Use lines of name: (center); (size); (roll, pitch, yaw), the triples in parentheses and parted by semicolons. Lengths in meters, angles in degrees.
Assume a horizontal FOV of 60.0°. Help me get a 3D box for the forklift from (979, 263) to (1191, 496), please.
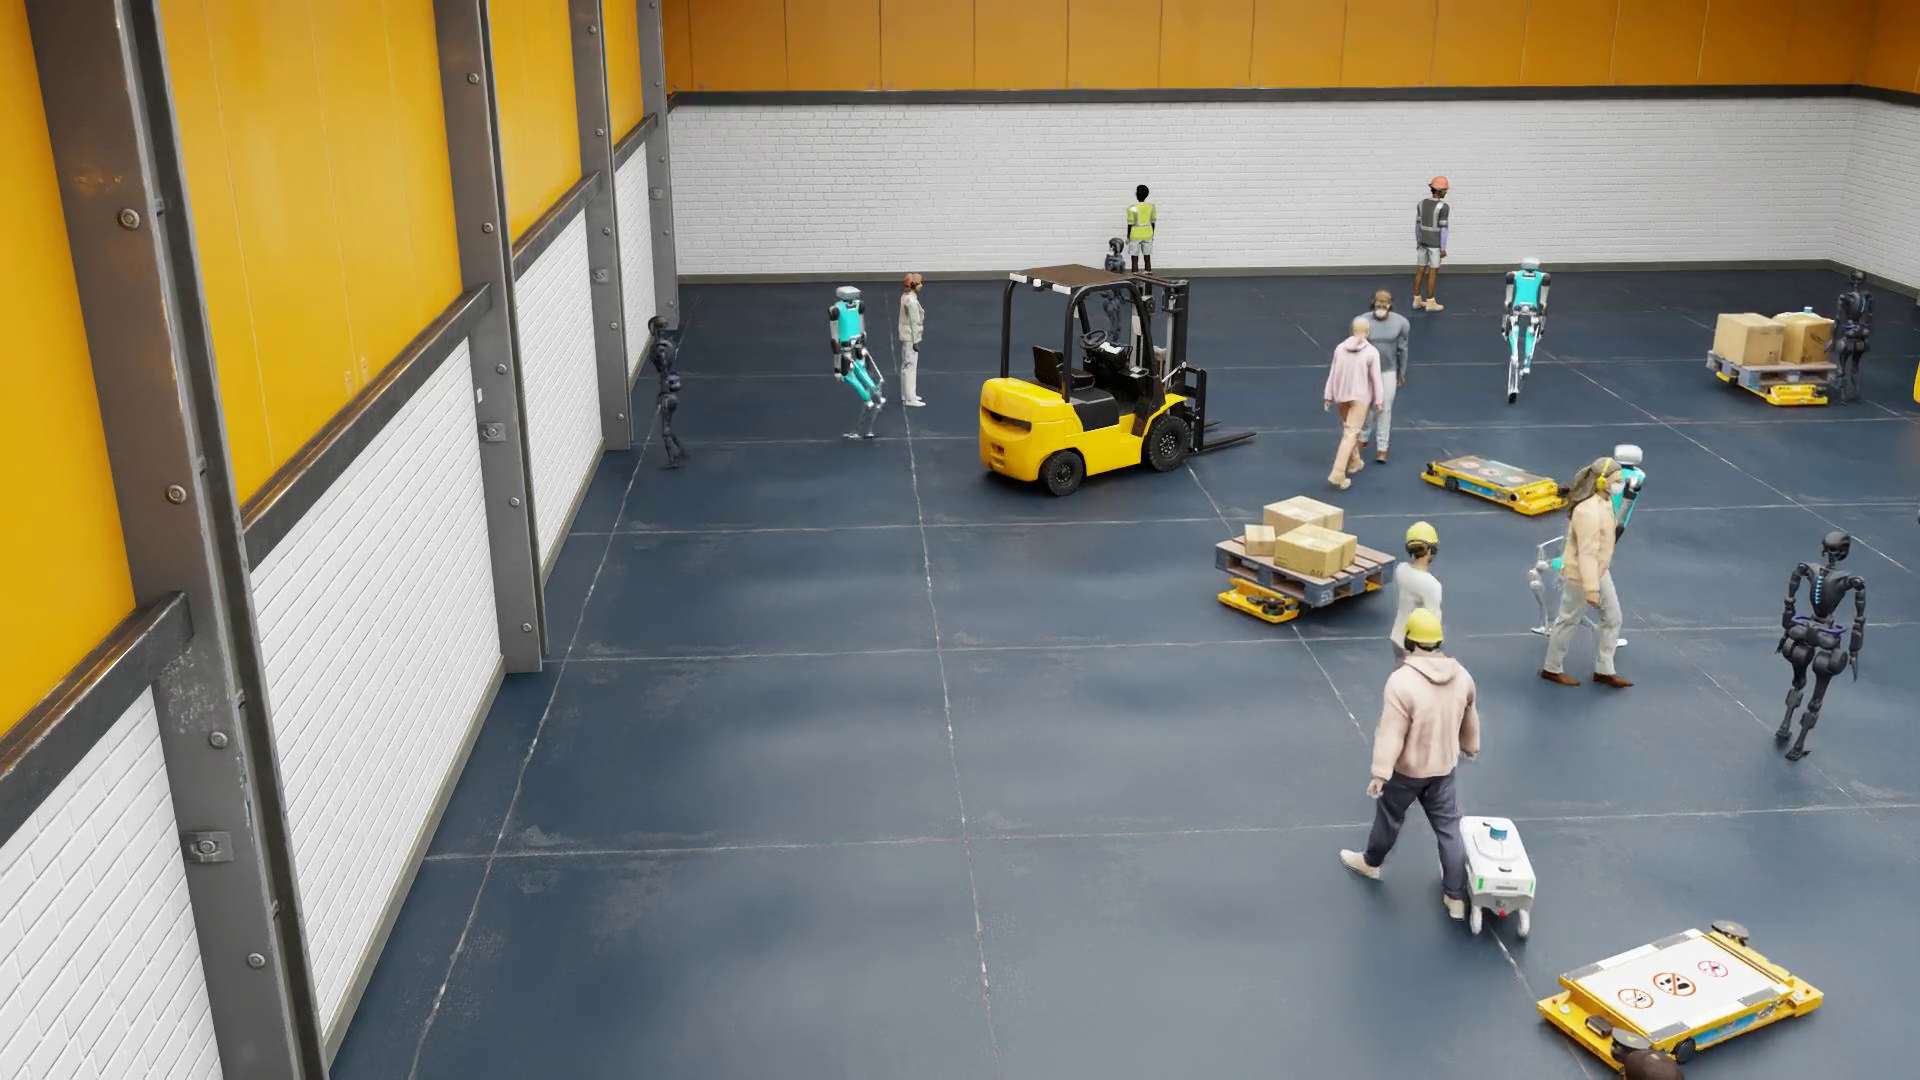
forklift: (1.315, -1.764, 17.646); (2.313, 2.155, 1.214); (-14, 24, -33)

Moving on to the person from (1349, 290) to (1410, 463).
person: (4.547, -1.804, 18.218); (0.648, 1.890, 0.831); (5, 21, 15)

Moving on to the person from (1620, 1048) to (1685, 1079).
person: (2.481, 2.670, 6.177); (0.476, 1.766, 0.366); (-4, 21, -11)

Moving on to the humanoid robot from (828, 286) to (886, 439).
humanoid robot: (-1.095, -1.957, 18.762); (0.714, 1.753, 0.533); (16, 26, 37)

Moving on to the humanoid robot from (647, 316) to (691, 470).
humanoid robot: (-3.138, -1.614, 17.988); (0.389, 1.637, 0.613); (-4, 20, -10)

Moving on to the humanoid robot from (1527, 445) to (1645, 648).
humanoid robot: (4.907, 0.080, 13.261); (0.959, 1.736, 0.532); (4, 20, 10)

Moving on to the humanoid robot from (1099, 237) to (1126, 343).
humanoid robot: (2.039, -3.311, 22.620); (0.476, 1.644, 0.615); (7, 21, 19)

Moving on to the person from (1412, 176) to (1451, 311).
person: (7.213, -4.529, 25.402); (0.391, 2.040, 0.607); (-11, 23, -28)

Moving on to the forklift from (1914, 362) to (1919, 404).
forklift: (12.602, -2.435, 19.475); (2.313, 2.155, 1.214); (-1, 20, -4)

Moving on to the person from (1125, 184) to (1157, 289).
person: (2.915, -4.882, 26.850); (0.534, 1.699, 0.318); (-7, 21, -20)

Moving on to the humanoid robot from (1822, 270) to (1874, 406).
humanoid robot: (10.900, -2.468, 20.321); (0.601, 1.642, 0.371); (-6, 21, -15)

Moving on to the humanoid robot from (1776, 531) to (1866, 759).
humanoid robot: (6.009, 0.720, 11.627); (0.462, 1.643, 0.584); (-15, 25, -36)

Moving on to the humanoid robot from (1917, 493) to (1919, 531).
humanoid robot: (8.427, -0.222, 14.137); (0.558, 1.748, 1.045); (12, 23, 30)

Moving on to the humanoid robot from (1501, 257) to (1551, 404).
humanoid robot: (6.942, -2.534, 20.471); (0.531, 1.777, 1.002); (5, 21, 14)

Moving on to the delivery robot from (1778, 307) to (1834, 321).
delivery robot: (11.797, -2.963, 23.289); (0.524, 0.597, 0.769); (-16, 26, -38)

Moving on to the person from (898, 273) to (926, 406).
person: (-0.597, -2.448, 20.312); (0.312, 1.634, 0.512); (-4, 21, -11)

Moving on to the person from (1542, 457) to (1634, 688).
person: (4.857, 0.285, 12.551); (0.780, 1.848, 0.601); (15, 25, 35)

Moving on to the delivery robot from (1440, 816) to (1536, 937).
delivery robot: (3.172, 1.953, 9.874); (0.499, 0.583, 0.758); (2, 20, 6)

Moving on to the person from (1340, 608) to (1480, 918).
person: (2.747, 1.303, 9.843); (0.867, 1.817, 0.886); (-9, 22, -23)

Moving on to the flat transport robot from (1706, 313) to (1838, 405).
flat transport robot: (10.244, -1.980, 21.021); (0.659, 0.231, 1.431); (-2, 20, -5)

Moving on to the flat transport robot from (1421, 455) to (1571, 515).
flat transport robot: (5.555, -0.585, 17.220); (0.659, 0.231, 1.431); (-13, 24, -31)

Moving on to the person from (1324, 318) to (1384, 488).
person: (4.123, -1.461, 17.488); (0.568, 1.731, 0.962); (16, 25, 37)

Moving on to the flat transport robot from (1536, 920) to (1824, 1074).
flat transport robot: (3.878, 2.454, 8.940); (1.431, 0.231, 0.659); (-10, 22, -25)

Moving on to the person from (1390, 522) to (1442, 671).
person: (3.161, 0.741, 11.498); (0.321, 1.730, 0.624); (-5, 21, -14)

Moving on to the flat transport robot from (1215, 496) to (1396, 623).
flat transport robot: (2.994, 0.396, 14.547); (1.431, 0.231, 0.659); (-15, 25, -35)
